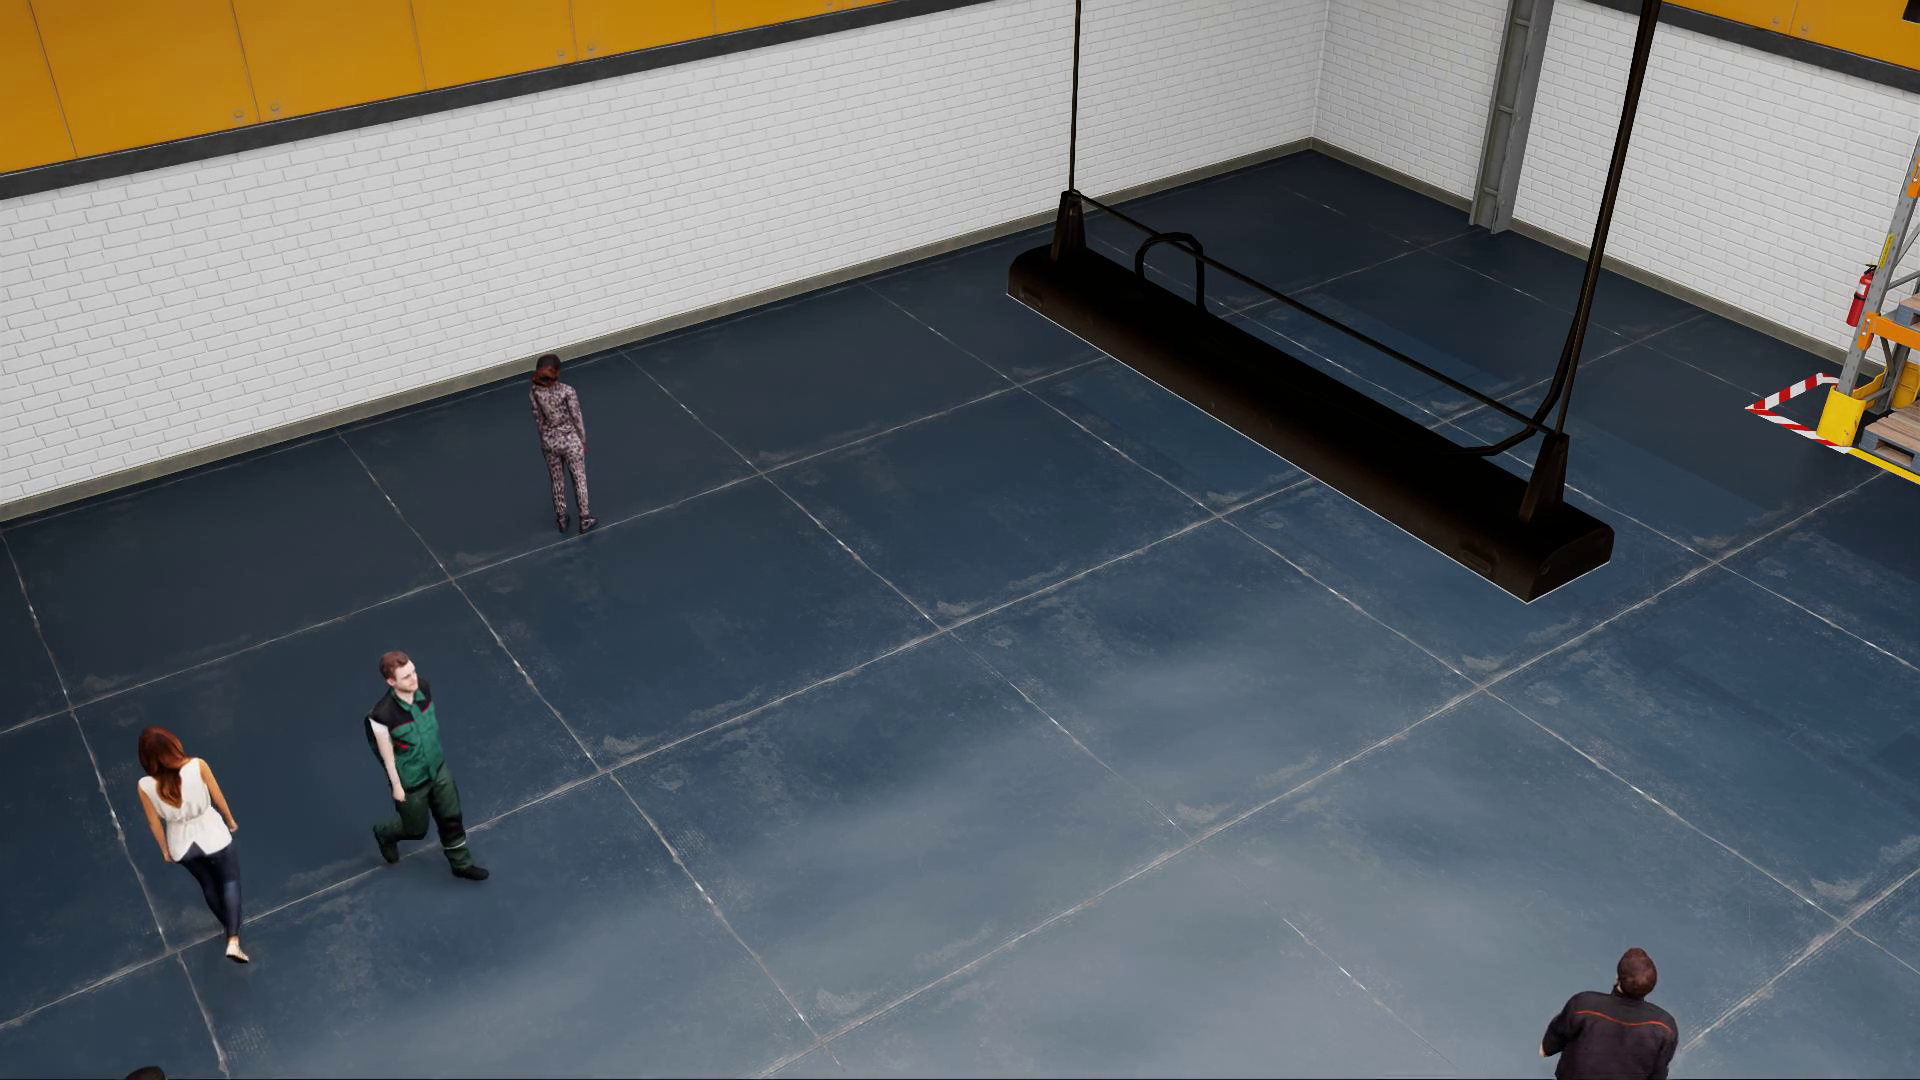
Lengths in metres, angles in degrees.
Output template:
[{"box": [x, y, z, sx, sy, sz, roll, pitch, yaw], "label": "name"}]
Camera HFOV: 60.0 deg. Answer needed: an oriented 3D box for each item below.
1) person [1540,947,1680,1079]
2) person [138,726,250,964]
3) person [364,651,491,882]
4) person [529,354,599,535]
[{"box": [3.297, 2.903, 8.602, 1.155, 1.797, 1.211, 5, 34, 8], "label": "person"}, {"box": [-4.631, 1.899, 10.143, 0.725, 1.764, 0.940, -12, 36, -18], "label": "person"}, {"box": [-3.560, 1.477, 10.726, 1.162, 1.820, 0.957, 16, 37, 22], "label": "person"}, {"box": [-3.425, -0.830, 14.295, 0.684, 1.713, 0.740, 4, 34, 7], "label": "person"}]
